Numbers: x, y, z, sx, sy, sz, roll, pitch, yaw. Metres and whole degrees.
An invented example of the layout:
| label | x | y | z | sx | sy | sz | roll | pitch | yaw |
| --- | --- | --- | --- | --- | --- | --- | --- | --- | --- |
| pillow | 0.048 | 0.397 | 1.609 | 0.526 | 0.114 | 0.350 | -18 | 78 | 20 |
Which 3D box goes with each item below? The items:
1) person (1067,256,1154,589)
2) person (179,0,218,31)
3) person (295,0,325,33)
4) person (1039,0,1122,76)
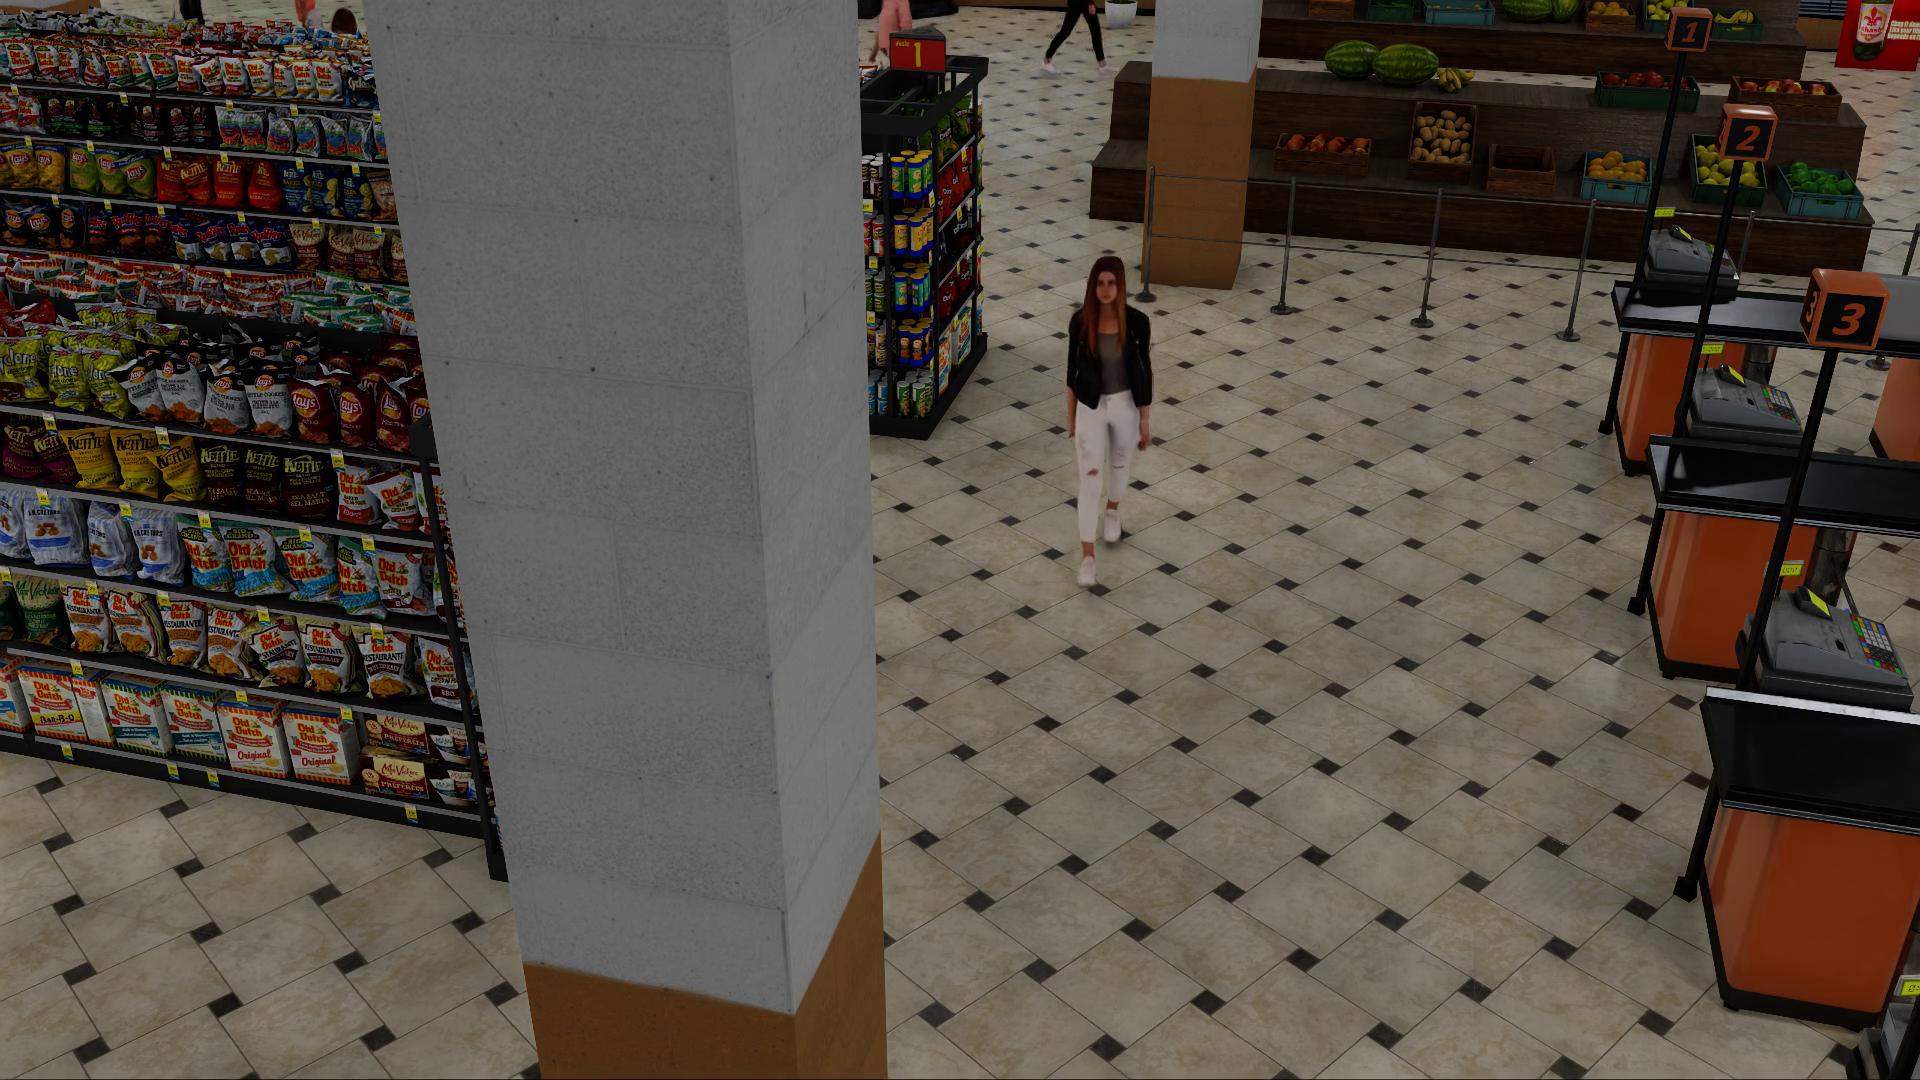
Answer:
| label | x | y | z | sx | sy | sz | roll | pitch | yaw |
| --- | --- | --- | --- | --- | --- | --- | --- | --- | --- |
| person | 0.779 | -0.661 | 8.591 | 1.095 | 1.660 | 0.798 | 2 | 29 | 3 |
| person | -9.407 | -7.055 | 20.145 | 0.623 | 1.811 | 0.789 | 21 | 35 | 33 |
| person | -7.106 | -5.716 | 18.219 | 0.535 | 1.307 | 0.522 | -2 | 29 | -3 |
| person | 1.224 | -5.868 | 18.129 | 1.114 | 1.660 | 0.622 | 7 | 29 | 12 |
